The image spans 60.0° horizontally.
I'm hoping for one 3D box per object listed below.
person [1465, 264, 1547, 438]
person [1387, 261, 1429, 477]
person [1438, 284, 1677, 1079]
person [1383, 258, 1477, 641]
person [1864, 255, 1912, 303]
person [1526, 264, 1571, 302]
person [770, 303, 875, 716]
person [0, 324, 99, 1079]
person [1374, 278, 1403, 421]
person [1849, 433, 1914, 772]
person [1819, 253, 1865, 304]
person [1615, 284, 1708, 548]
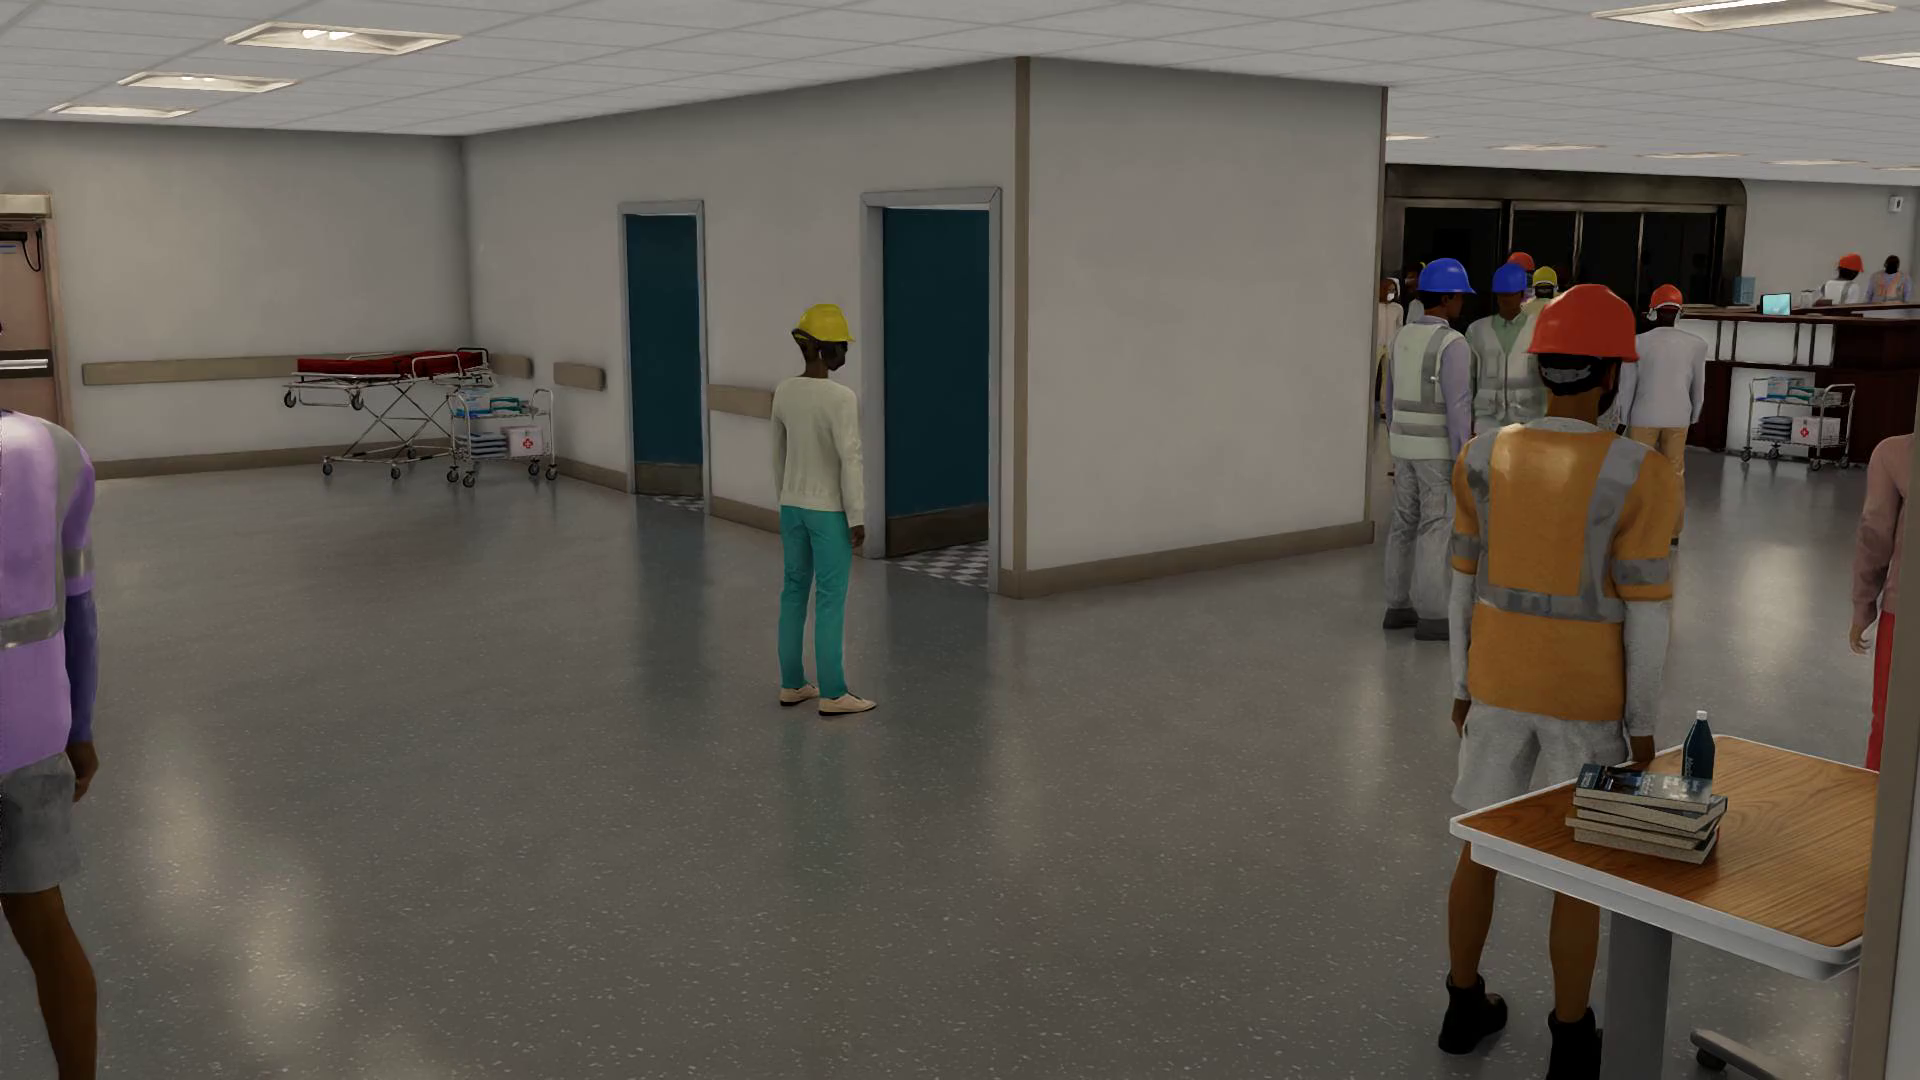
[{"bbox_3d":[3.475,-0.796,10.565,0.609,1.888,1.041,5,11,25],"label":"person"},{"bbox_3d":[3.911,-1.429,14.173,0.309,1.868,0.534,-2,10,-13],"label":"person"},{"bbox_3d":[1.446,0.352,4.045,0.543,1.928,0.401,10,14,44],"label":"person"},{"bbox_3d":[2.413,-0.461,8.526,0.392,1.946,0.616,-3,11,-19],"label":"person"},{"bbox_3d":[15.343,-3.793,27.542,0.689,1.834,0.431,8,13,39],"label":"person"},{"bbox_3d":[5.438,-1.598,15.245,0.617,1.836,0.433,1,10,7],"label":"person"},{"bbox_3d":[-0.595,-0.131,7.187,0.529,1.767,0.329,10,14,44],"label":"person"},{"bbox_3d":[-2.051,0.412,3.423,0.408,2.031,0.611,3,11,17],"label":"person"},{"bbox_3d":[4.825,-2.162,18.973,0.504,1.628,0.285,-3,10,-15],"label":"person"},{"bbox_3d":[3.017,0.244,5.086,0.535,1.767,0.316,7,12,33],"label":"person"},{"bbox_3d":[10.603,-2.527,20.235,0.678,1.905,0.570,-4,11,-23],"label":"person"},{"bbox_3d":[4.636,-0.815,11.053,0.564,1.751,0.330,0,10,2],"label":"person"}]
